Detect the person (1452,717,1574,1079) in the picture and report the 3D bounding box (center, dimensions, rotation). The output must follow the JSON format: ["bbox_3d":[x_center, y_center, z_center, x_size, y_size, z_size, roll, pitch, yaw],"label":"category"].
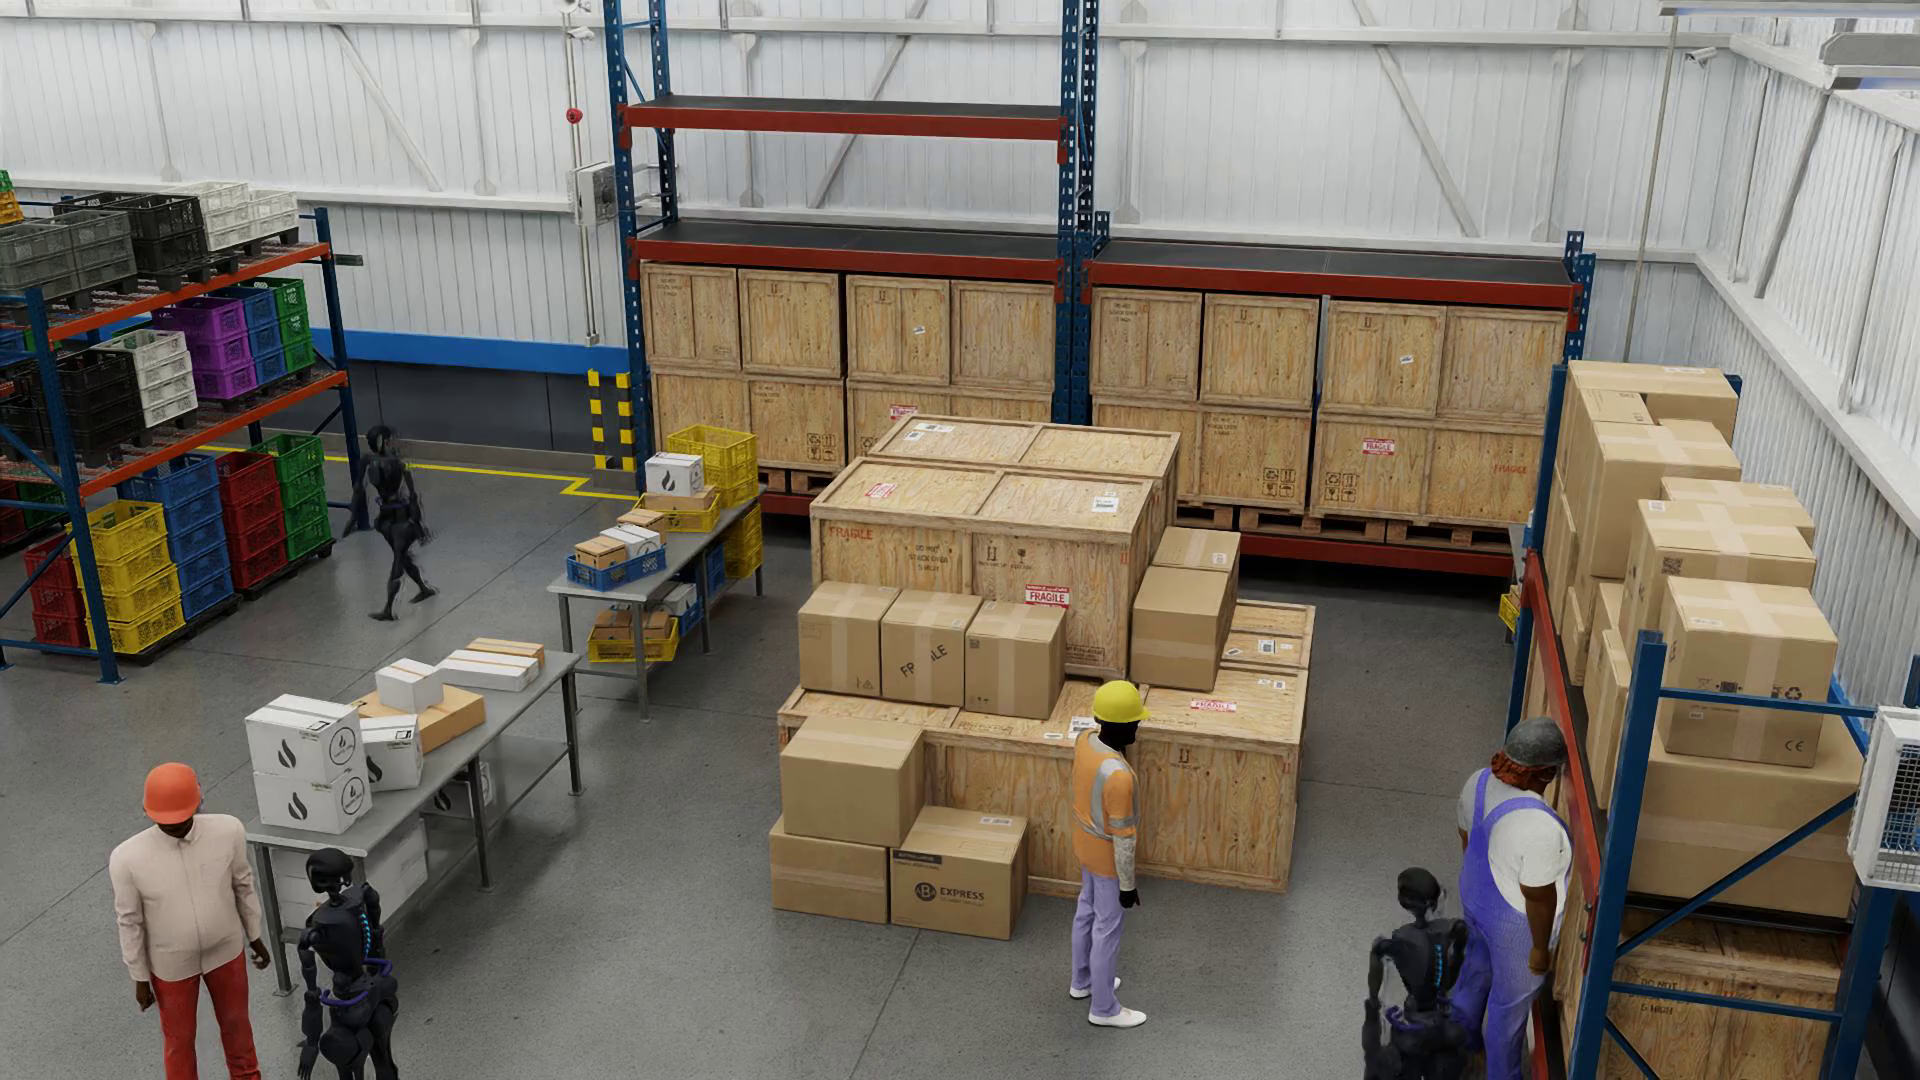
[{"bbox_3d":[2.677,1.759,7.964,0.537,2.000,0.677,-5,21,-13],"label":"person"}]

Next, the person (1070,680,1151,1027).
[{"bbox_3d":[0.765,1.599,8.540,0.364,1.925,0.592,-7,22,-17],"label":"person"}]

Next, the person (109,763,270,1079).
[{"bbox_3d":[-3.501,1.909,7.647,0.608,1.986,0.387,-17,27,-38],"label":"person"}]

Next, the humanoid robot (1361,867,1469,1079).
[{"bbox_3d":[2.017,2.187,7.388,0.596,1.624,0.731,-6,22,-14],"label":"humanoid robot"}]

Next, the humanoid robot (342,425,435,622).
[{"bbox_3d":[-4.652,-0.165,13.571,0.584,1.618,0.804,13,25,31],"label":"humanoid robot"}]

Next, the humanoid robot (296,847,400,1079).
[{"bbox_3d":[-2.748,2.122,7.502,0.326,1.657,0.591,5,22,14],"label":"humanoid robot"}]
